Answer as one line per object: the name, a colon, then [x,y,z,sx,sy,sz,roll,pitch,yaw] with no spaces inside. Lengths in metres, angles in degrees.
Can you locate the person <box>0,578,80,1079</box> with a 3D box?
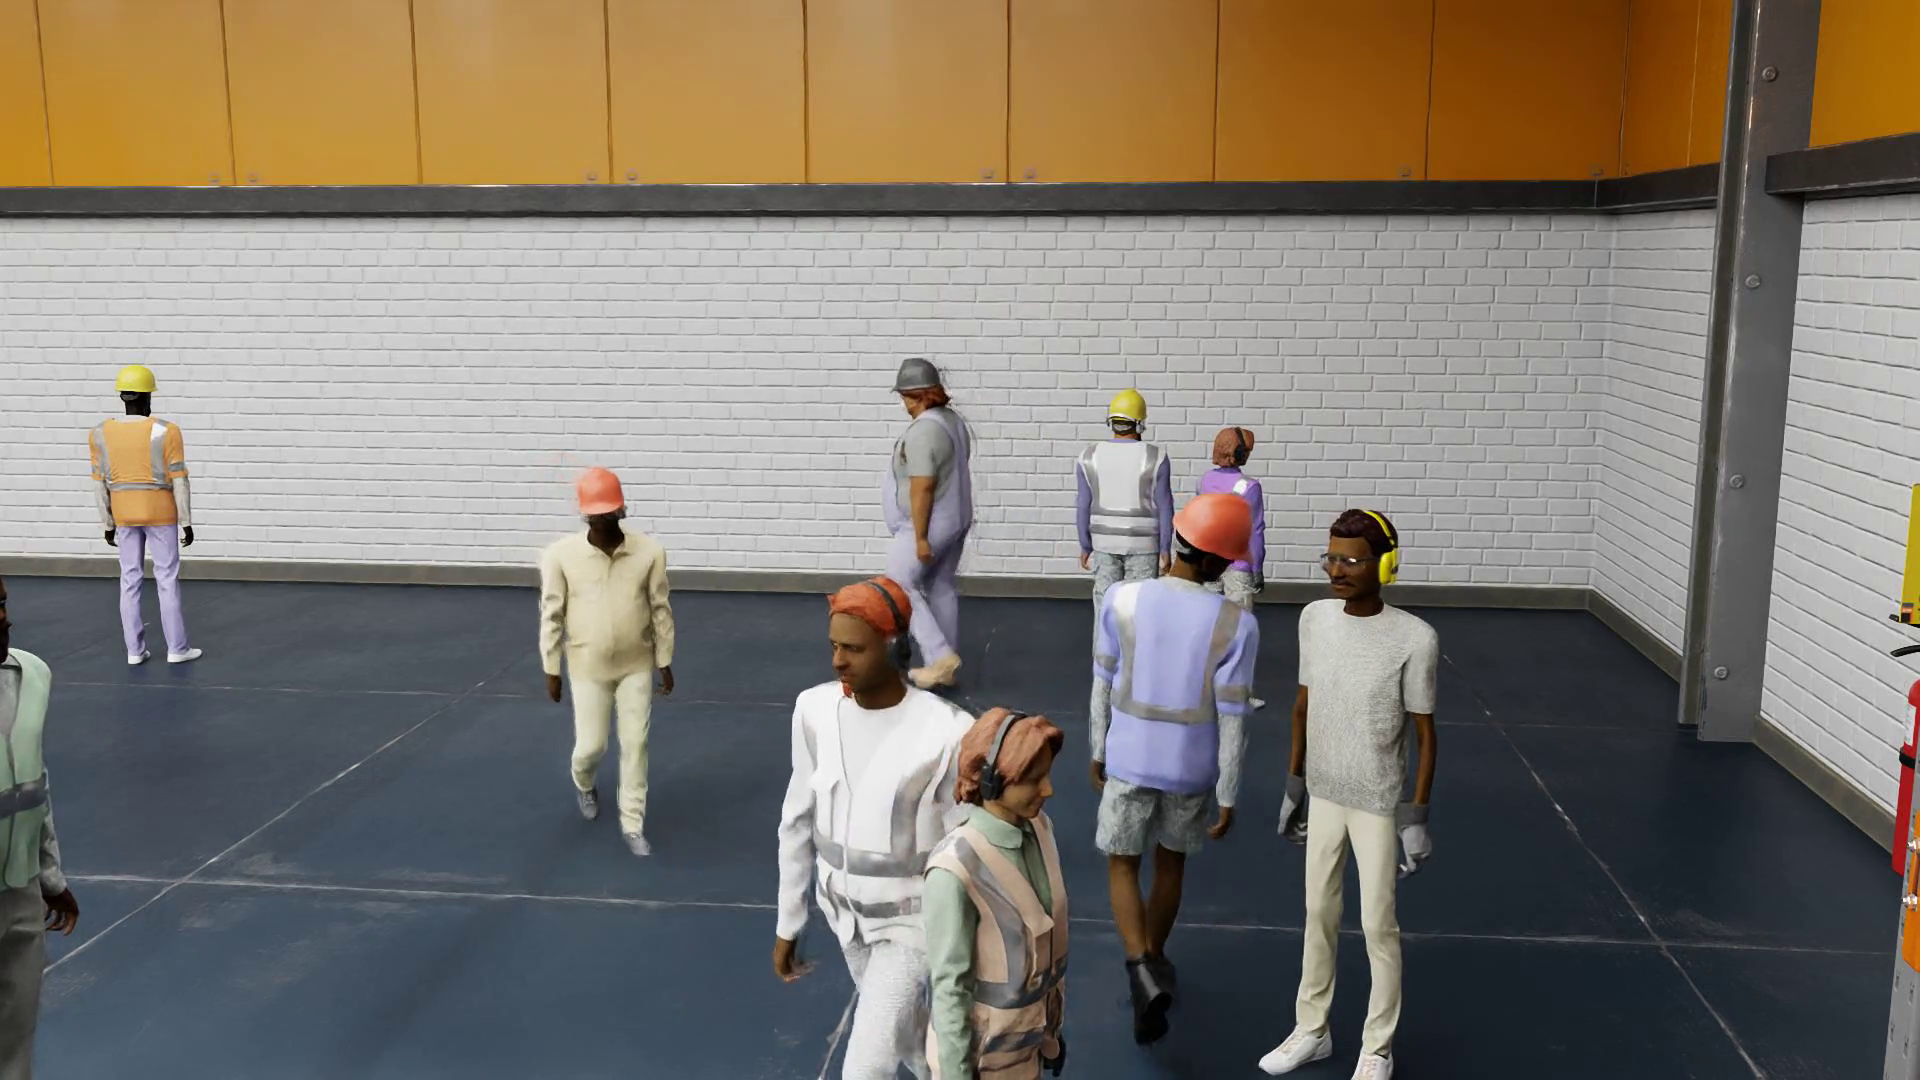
person: [-2.572,0.945,4.351,0.398,1.920,0.590,2,10,9]

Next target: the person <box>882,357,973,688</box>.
person: [-0.203,-0.108,10.030,0.540,2.000,0.679,5,11,27]

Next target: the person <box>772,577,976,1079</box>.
person: [-0.170,0.984,4.386,0.570,1.838,1.005,8,13,38]

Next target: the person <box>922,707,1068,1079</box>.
person: [0.084,1.182,3.796,0.311,1.638,0.513,5,11,27]

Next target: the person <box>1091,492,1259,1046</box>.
person: [0.698,0.752,5.581,0.581,1.875,0.751,2,10,12]

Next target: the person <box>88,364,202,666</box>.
person: [-5.185,-0.149,10.591,0.586,1.928,0.364,-1,10,-4]

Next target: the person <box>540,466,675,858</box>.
person: [-1.563,0.515,7.360,0.572,1.734,0.532,-4,11,-23]

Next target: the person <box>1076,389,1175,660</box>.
person: [0.990,0.021,9.885,0.586,1.835,0.404,4,11,20]

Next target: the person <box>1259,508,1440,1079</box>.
person: [1.229,0.823,5.188,0.335,1.873,0.521,-10,14,-44]

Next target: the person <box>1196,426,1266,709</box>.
person: [1.557,0.163,9.628,0.306,1.639,0.523,-7,12,-35]
